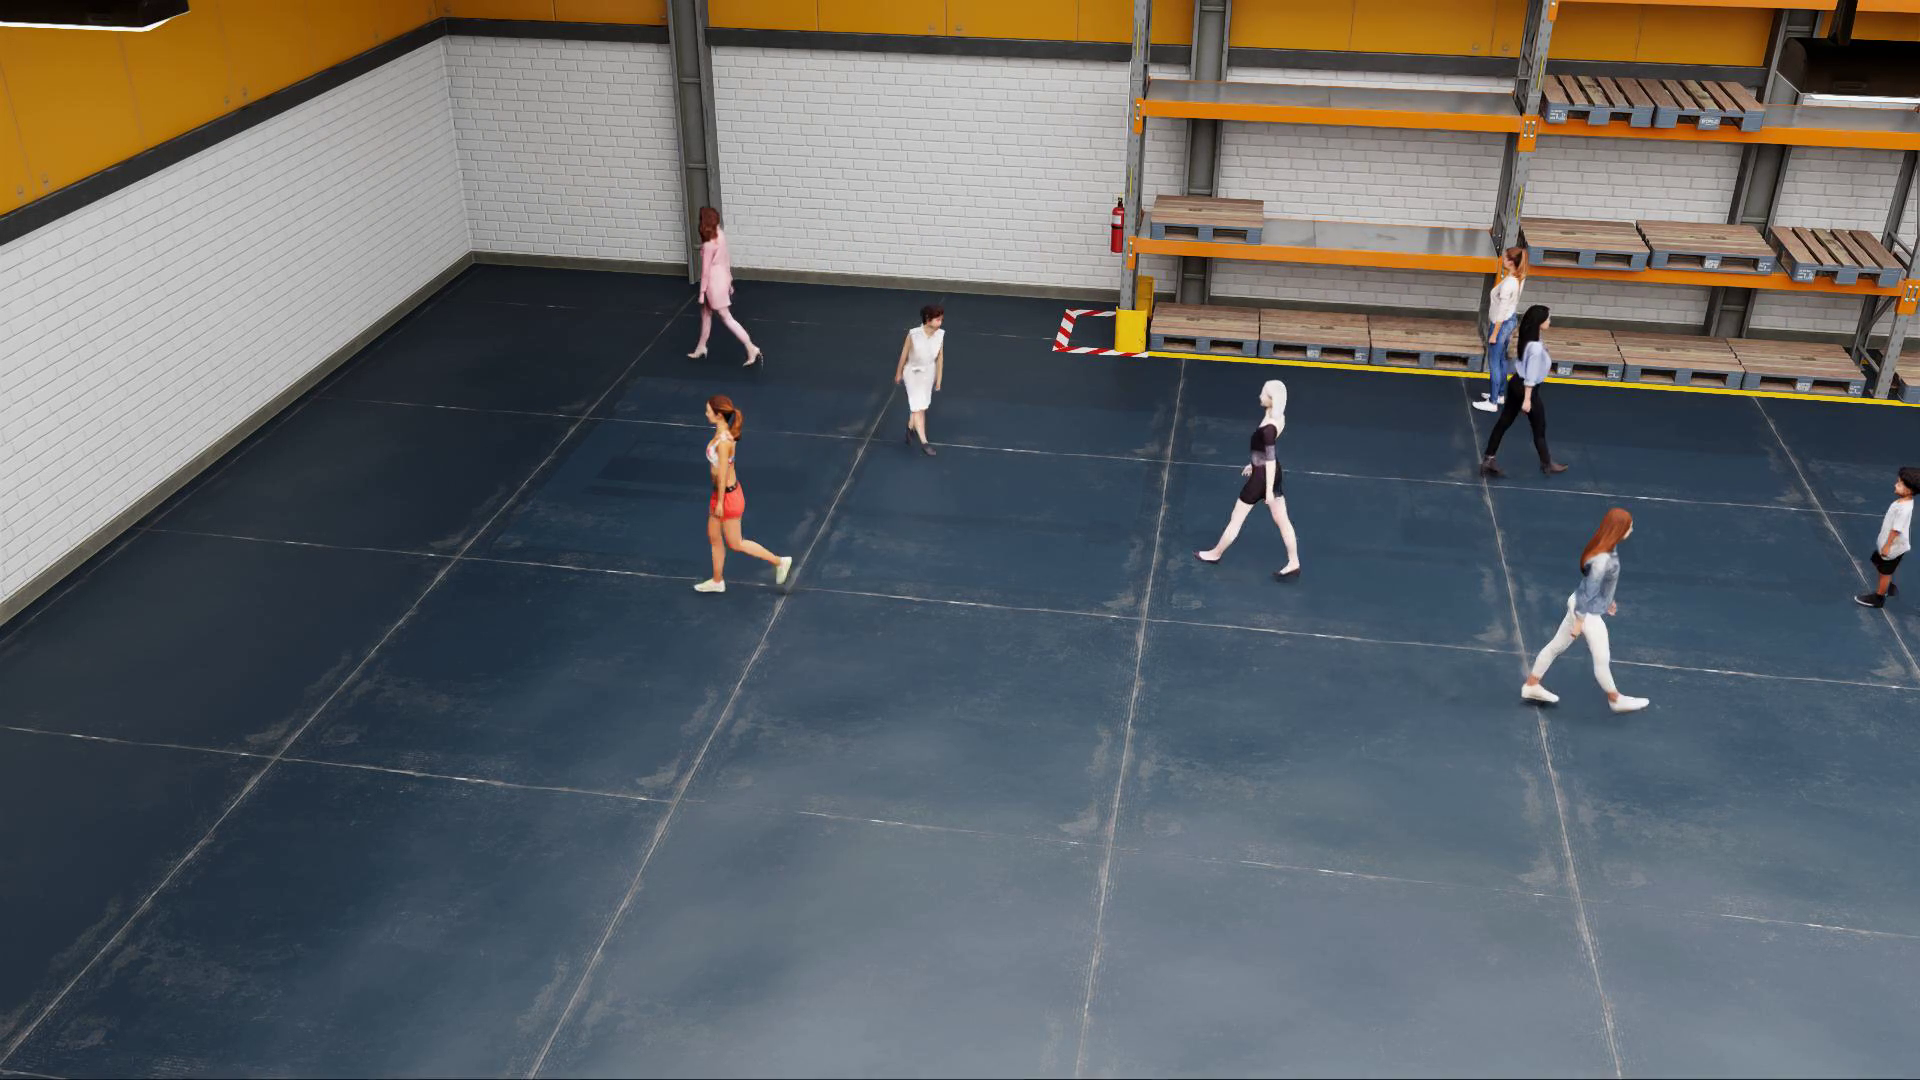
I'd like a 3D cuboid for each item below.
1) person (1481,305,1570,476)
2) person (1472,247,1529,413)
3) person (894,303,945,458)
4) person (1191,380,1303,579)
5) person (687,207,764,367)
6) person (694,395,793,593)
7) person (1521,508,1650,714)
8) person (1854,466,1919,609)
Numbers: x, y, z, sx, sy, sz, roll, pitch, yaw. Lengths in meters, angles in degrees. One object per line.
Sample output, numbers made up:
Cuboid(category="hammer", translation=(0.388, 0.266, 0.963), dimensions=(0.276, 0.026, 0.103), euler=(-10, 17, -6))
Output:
Cuboid(category="person", translation=(5.164, -1.355, 15.512), dimensions=(1.080, 1.712, 0.786), euler=(0, 29, 0))
Cuboid(category="person", translation=(5.539, -2.159, 16.978), dimensions=(0.665, 1.720, 0.687), euler=(18, 33, 30))
Cuboid(category="person", translation=(-0.428, -1.580, 16.145), dimensions=(0.933, 1.501, 0.964), euler=(-10, 30, -17))
Cuboid(category="person", translation=(2.627, -0.457, 13.793), dimensions=(1.215, 1.781, 0.780), euler=(12, 31, 20))
Cuboid(category="person", translation=(-2.526, -2.673, 17.882), dimensions=(1.154, 1.757, 0.679), euler=(7, 29, 13))
Cuboid(category="person", translation=(-1.816, -0.330, 13.575), dimensions=(1.118, 1.767, 0.801), euler=(-4, 29, -7))
Cuboid(category="person", translation=(4.458, 0.527, 12.125), dimensions=(1.122, 1.652, 0.694), euler=(8, 30, 14))
Cuboid(category="person", translation=(7.652, 0.001, 13.510), dimensions=(0.590, 1.250, 0.549), euler=(13, 31, 23))
